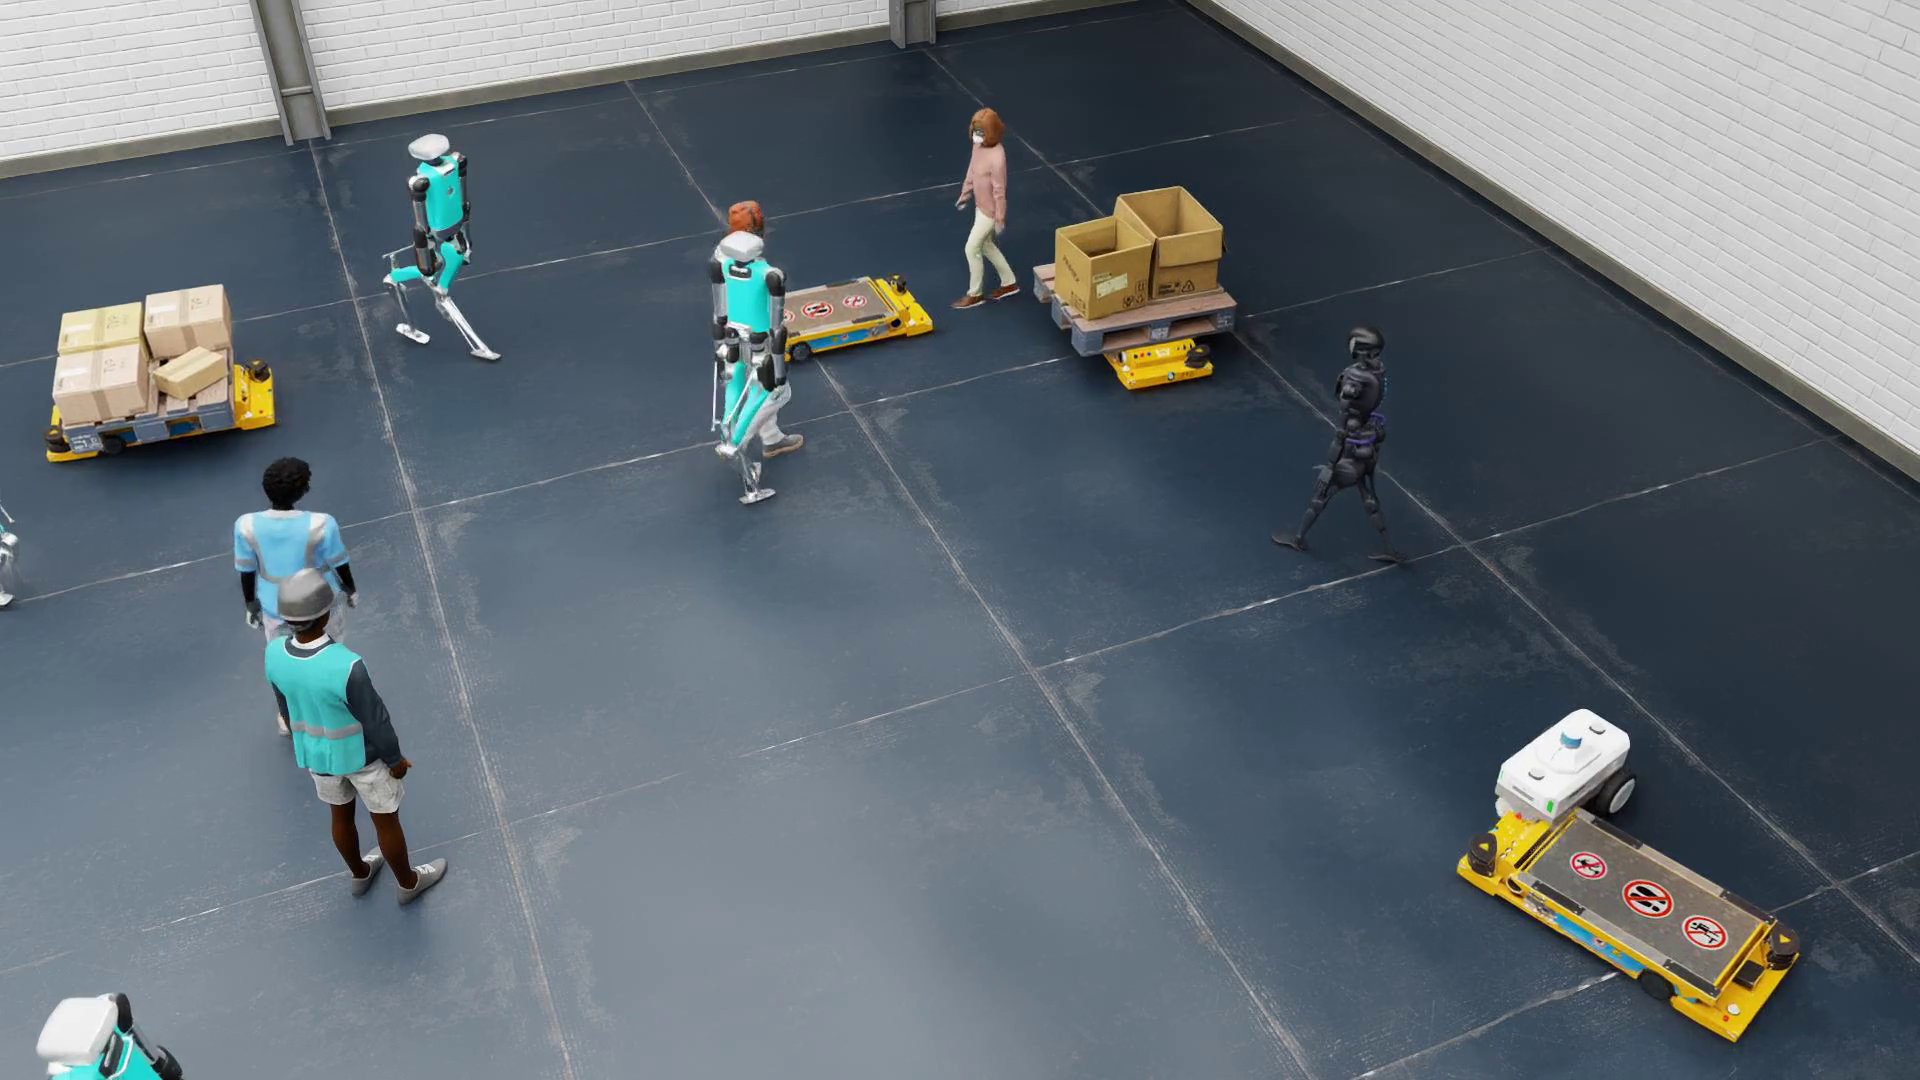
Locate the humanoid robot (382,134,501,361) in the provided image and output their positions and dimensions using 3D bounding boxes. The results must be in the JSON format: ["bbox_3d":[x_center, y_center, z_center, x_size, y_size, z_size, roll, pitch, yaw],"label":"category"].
[{"bbox_3d":[-3.837,-2.078,11.808,1.025,1.761,0.530,16,40,20],"label":"humanoid robot"}]

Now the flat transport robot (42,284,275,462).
[{"bbox_3d":[-5.492,-0.901,11.446,1.431,0.231,0.659,-12,39,-15],"label":"flat transport robot"}]

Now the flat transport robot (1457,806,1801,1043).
[{"bbox_3d":[3.196,1.755,7.990,1.431,0.231,0.659,31,47,34],"label":"flat transport robot"}]

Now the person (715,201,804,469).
[{"bbox_3d":[-1.339,-1.271,10.617,0.589,1.871,0.594,-22,43,-26],"label":"person"}]

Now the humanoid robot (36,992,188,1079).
[{"bbox_3d":[-2.660,2.294,6.152,0.867,1.859,0.563,-4,38,-6],"label":"humanoid robot"}]

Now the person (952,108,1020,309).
[{"bbox_3d":[0.195,-2.461,12.365,0.496,1.610,0.517,-6,38,-8],"label":"person"}]

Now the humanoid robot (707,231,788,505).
[{"bbox_3d":[-1.411,-0.974,10.333,0.557,1.764,0.778,17,41,21],"label":"humanoid robot"}]

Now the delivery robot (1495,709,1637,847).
[{"bbox_3d":[3.083,1.180,8.490,0.751,0.579,0.506,-26,45,-30],"label":"delivery robot"}]

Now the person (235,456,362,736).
[{"bbox_3d":[-3.431,0.314,8.716,0.557,1.663,0.394,-2,38,-2],"label":"person"}]

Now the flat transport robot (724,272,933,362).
[{"bbox_3d":[-0.986,-1.644,12.413,1.431,0.231,0.659,-14,40,-18],"label":"flat transport robot"}]

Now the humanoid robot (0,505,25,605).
[{"bbox_3d":[-5.698,-0.271,9.474,0.682,1.860,0.535,9,39,12],"label":"humanoid robot"}]

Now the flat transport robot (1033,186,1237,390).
[{"bbox_3d":[1.283,-1.598,12.353,0.659,0.231,1.431,-12,39,-15],"label":"flat transport robot"}]

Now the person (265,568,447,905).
[{"bbox_3d":[-2.831,0.956,7.663,0.547,1.935,0.421,10,39,13],"label":"person"}]

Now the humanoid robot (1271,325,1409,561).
[{"bbox_3d":[2.359,-0.556,9.889,0.826,1.622,0.587,20,42,24],"label":"humanoid robot"}]
